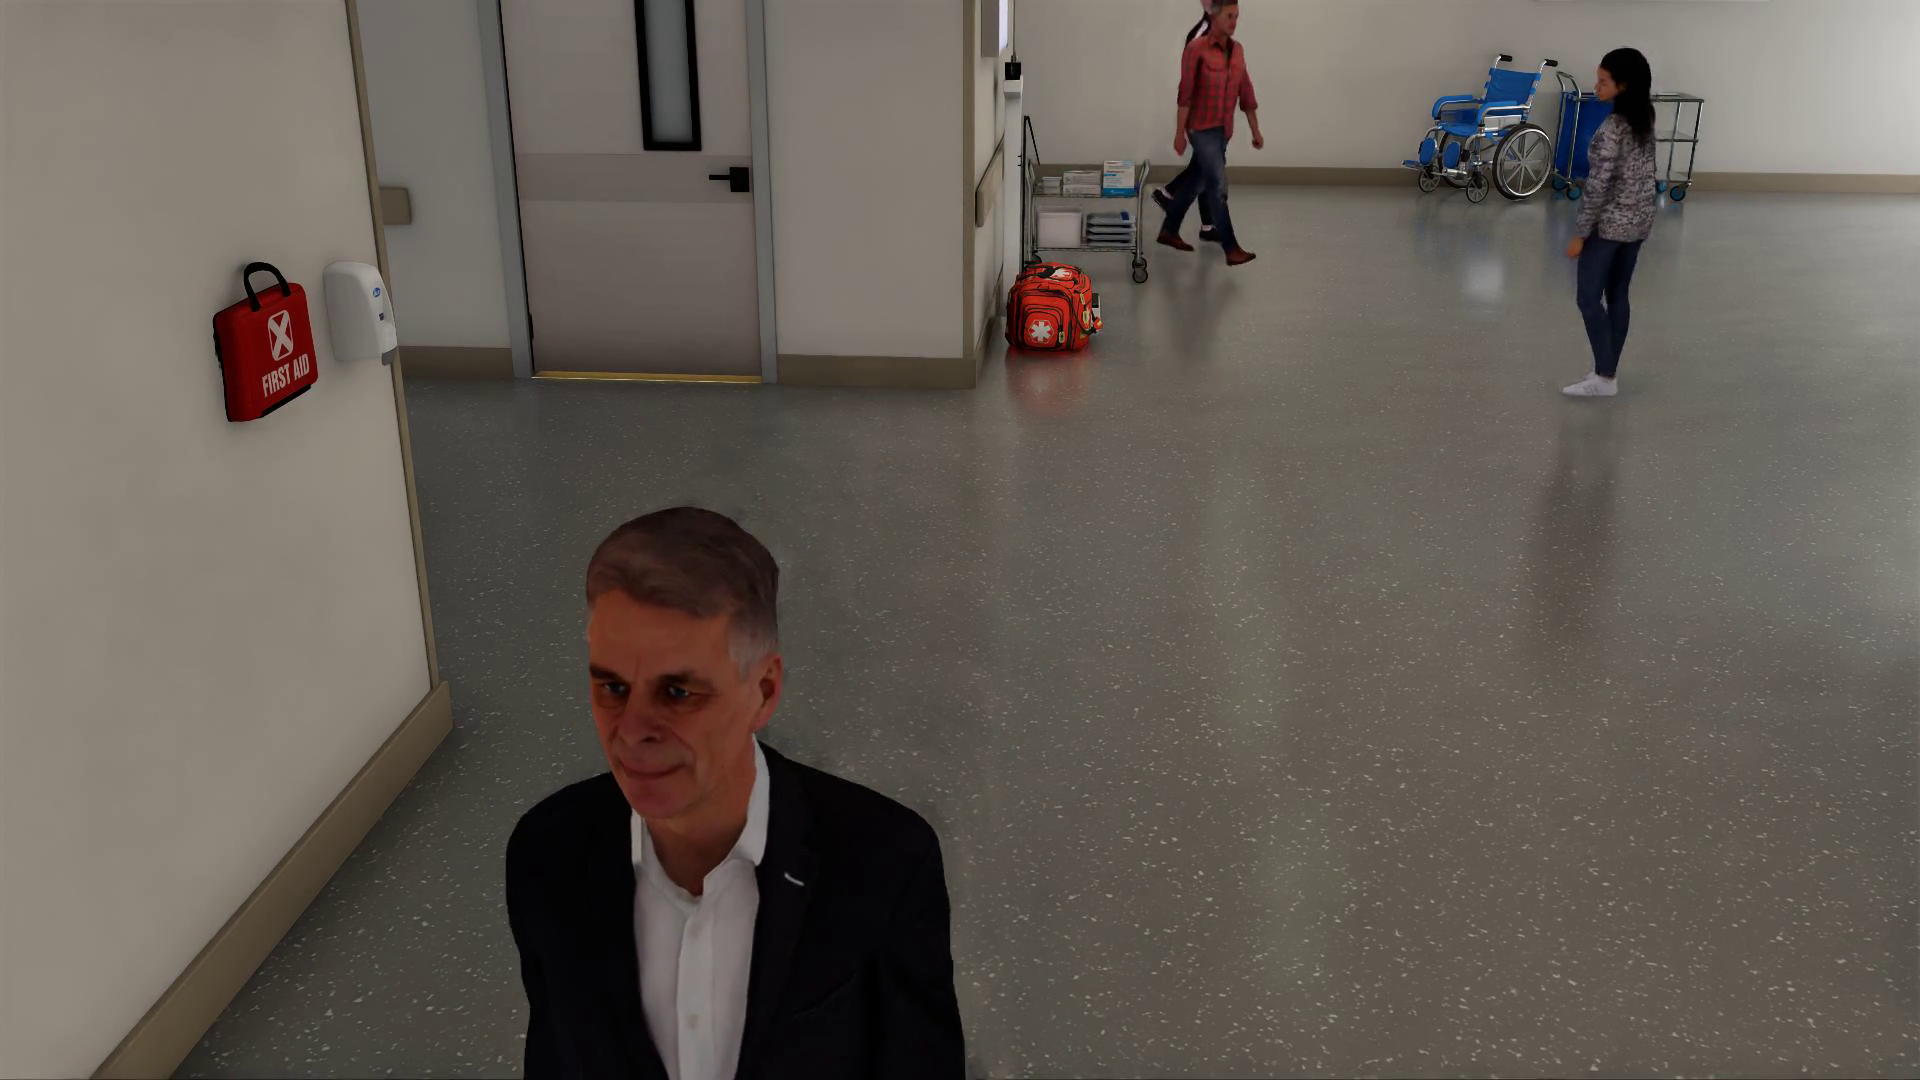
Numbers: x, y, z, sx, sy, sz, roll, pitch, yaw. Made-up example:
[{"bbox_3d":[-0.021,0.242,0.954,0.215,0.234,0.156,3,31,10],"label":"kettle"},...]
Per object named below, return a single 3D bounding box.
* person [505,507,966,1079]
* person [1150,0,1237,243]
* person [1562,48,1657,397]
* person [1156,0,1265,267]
[{"bbox_3d":[-0.206,0.807,1.948,0.692,1.765,1.150,1,21,3],"label":"person"},{"bbox_3d":[1.738,-3.130,12.262,0.961,1.822,1.031,10,23,25],"label":"person"},{"bbox_3d":[3.302,-1.583,8.336,0.811,1.709,0.849,-7,22,-18],"label":"person"},{"bbox_3d":[1.648,-2.797,11.449,1.229,1.776,1.306,-16,26,-36],"label":"person"}]
